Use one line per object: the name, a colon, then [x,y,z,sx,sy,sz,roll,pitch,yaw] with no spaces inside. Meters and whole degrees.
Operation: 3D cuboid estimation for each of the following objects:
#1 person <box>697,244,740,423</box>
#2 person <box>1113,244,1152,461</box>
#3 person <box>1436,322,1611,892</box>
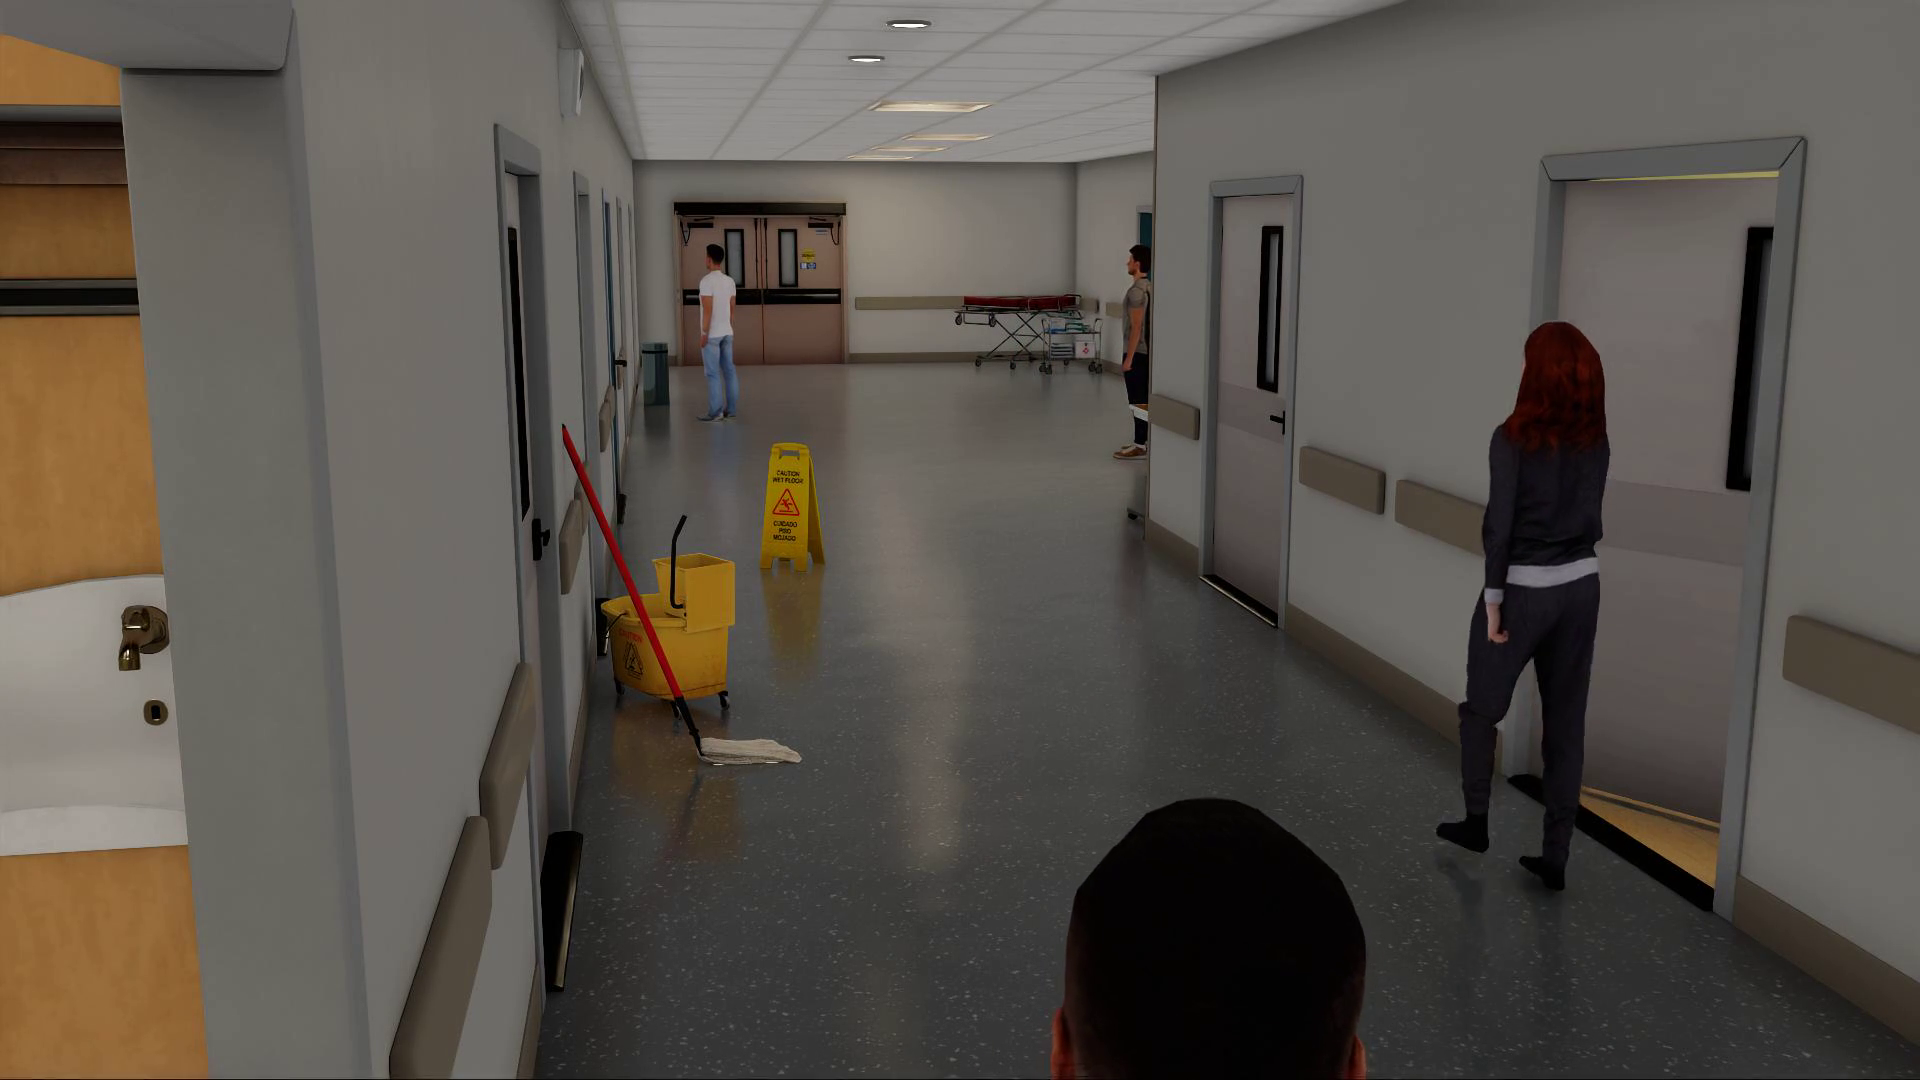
person: [-2.579,-2.207,17.700,0.812,1.866,0.750,7,13,34]
person: [1.596,-1.678,14.834,0.791,1.897,0.676,4,11,19]
person: [1.845,0.233,5.140,0.569,1.755,0.726,-2,11,-9]
